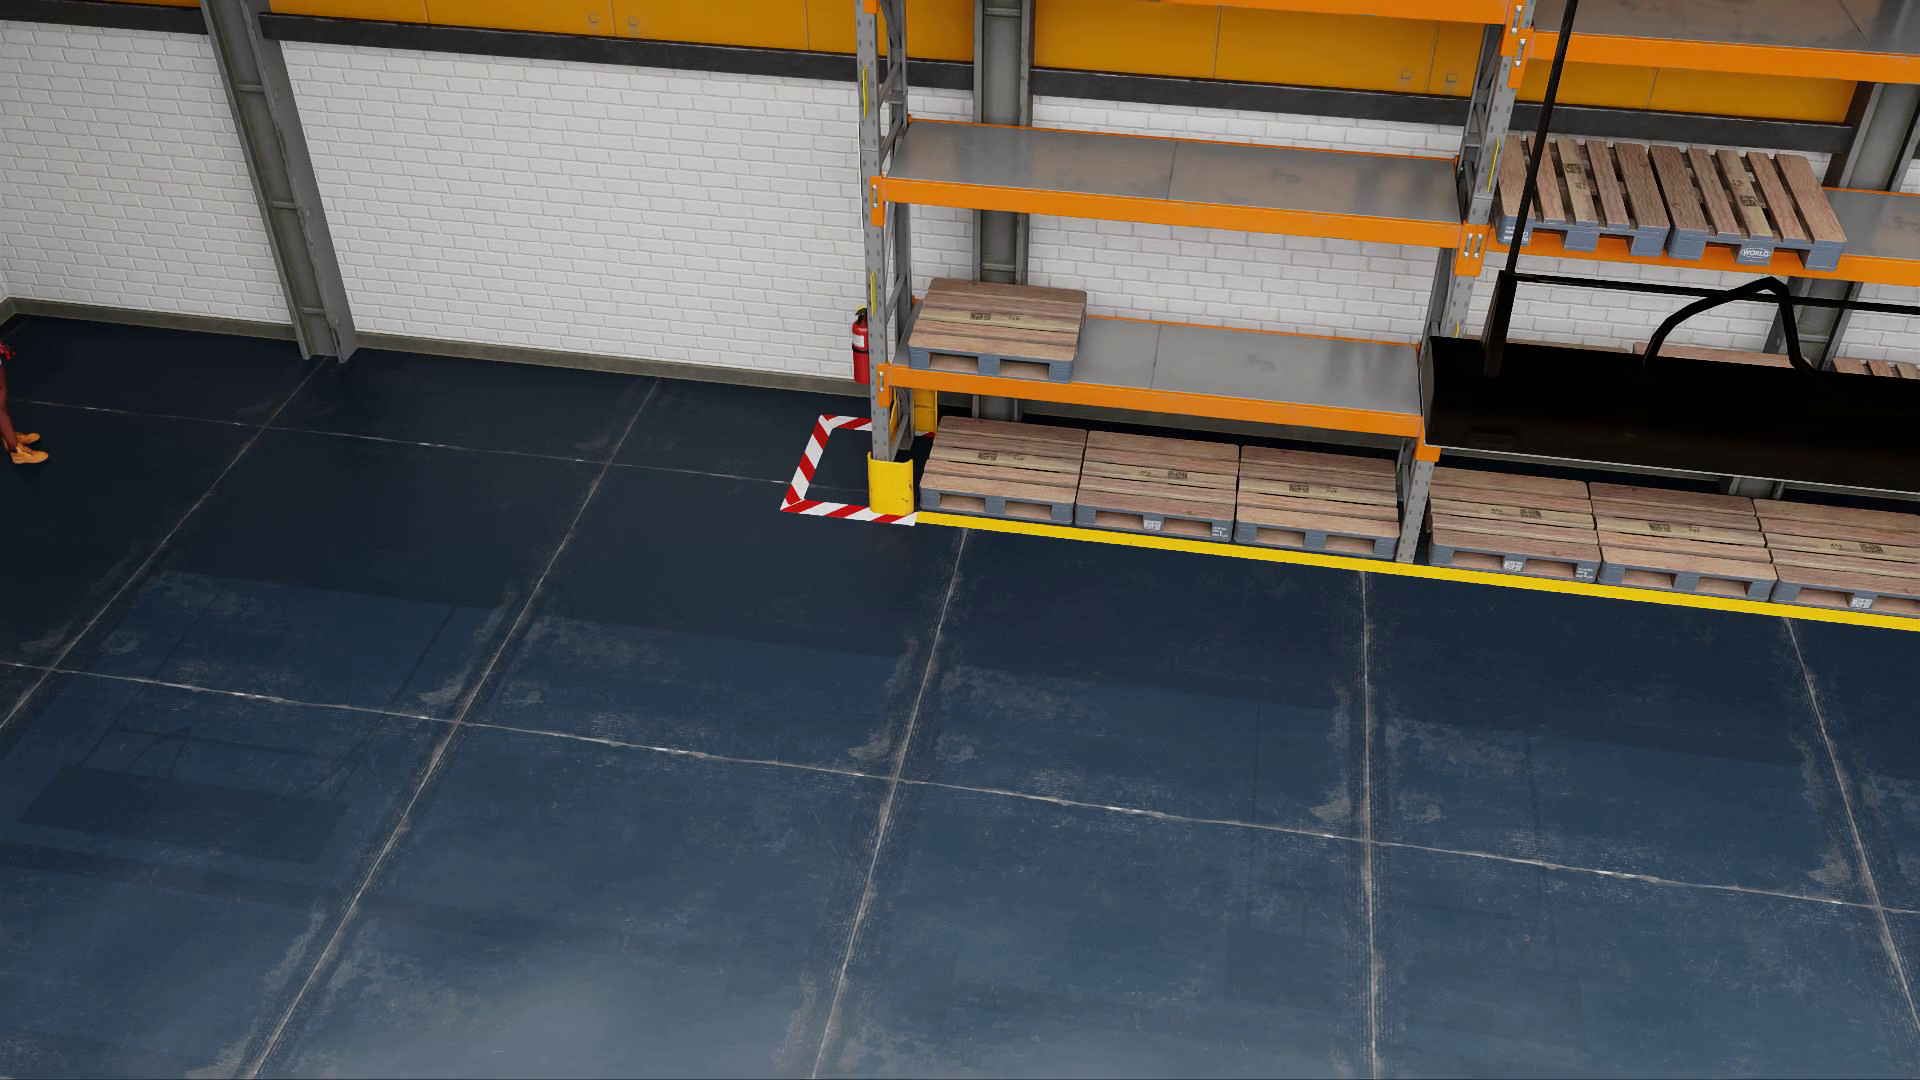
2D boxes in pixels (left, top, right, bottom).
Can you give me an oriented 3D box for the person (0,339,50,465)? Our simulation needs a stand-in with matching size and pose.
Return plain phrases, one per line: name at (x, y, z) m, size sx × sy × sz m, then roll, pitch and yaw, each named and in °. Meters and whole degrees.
person at (-7.651, -1.396, 13.044) m, size 0.776 × 1.728 × 0.728 m, roll -20°, pitch 43°, yaw -23°
